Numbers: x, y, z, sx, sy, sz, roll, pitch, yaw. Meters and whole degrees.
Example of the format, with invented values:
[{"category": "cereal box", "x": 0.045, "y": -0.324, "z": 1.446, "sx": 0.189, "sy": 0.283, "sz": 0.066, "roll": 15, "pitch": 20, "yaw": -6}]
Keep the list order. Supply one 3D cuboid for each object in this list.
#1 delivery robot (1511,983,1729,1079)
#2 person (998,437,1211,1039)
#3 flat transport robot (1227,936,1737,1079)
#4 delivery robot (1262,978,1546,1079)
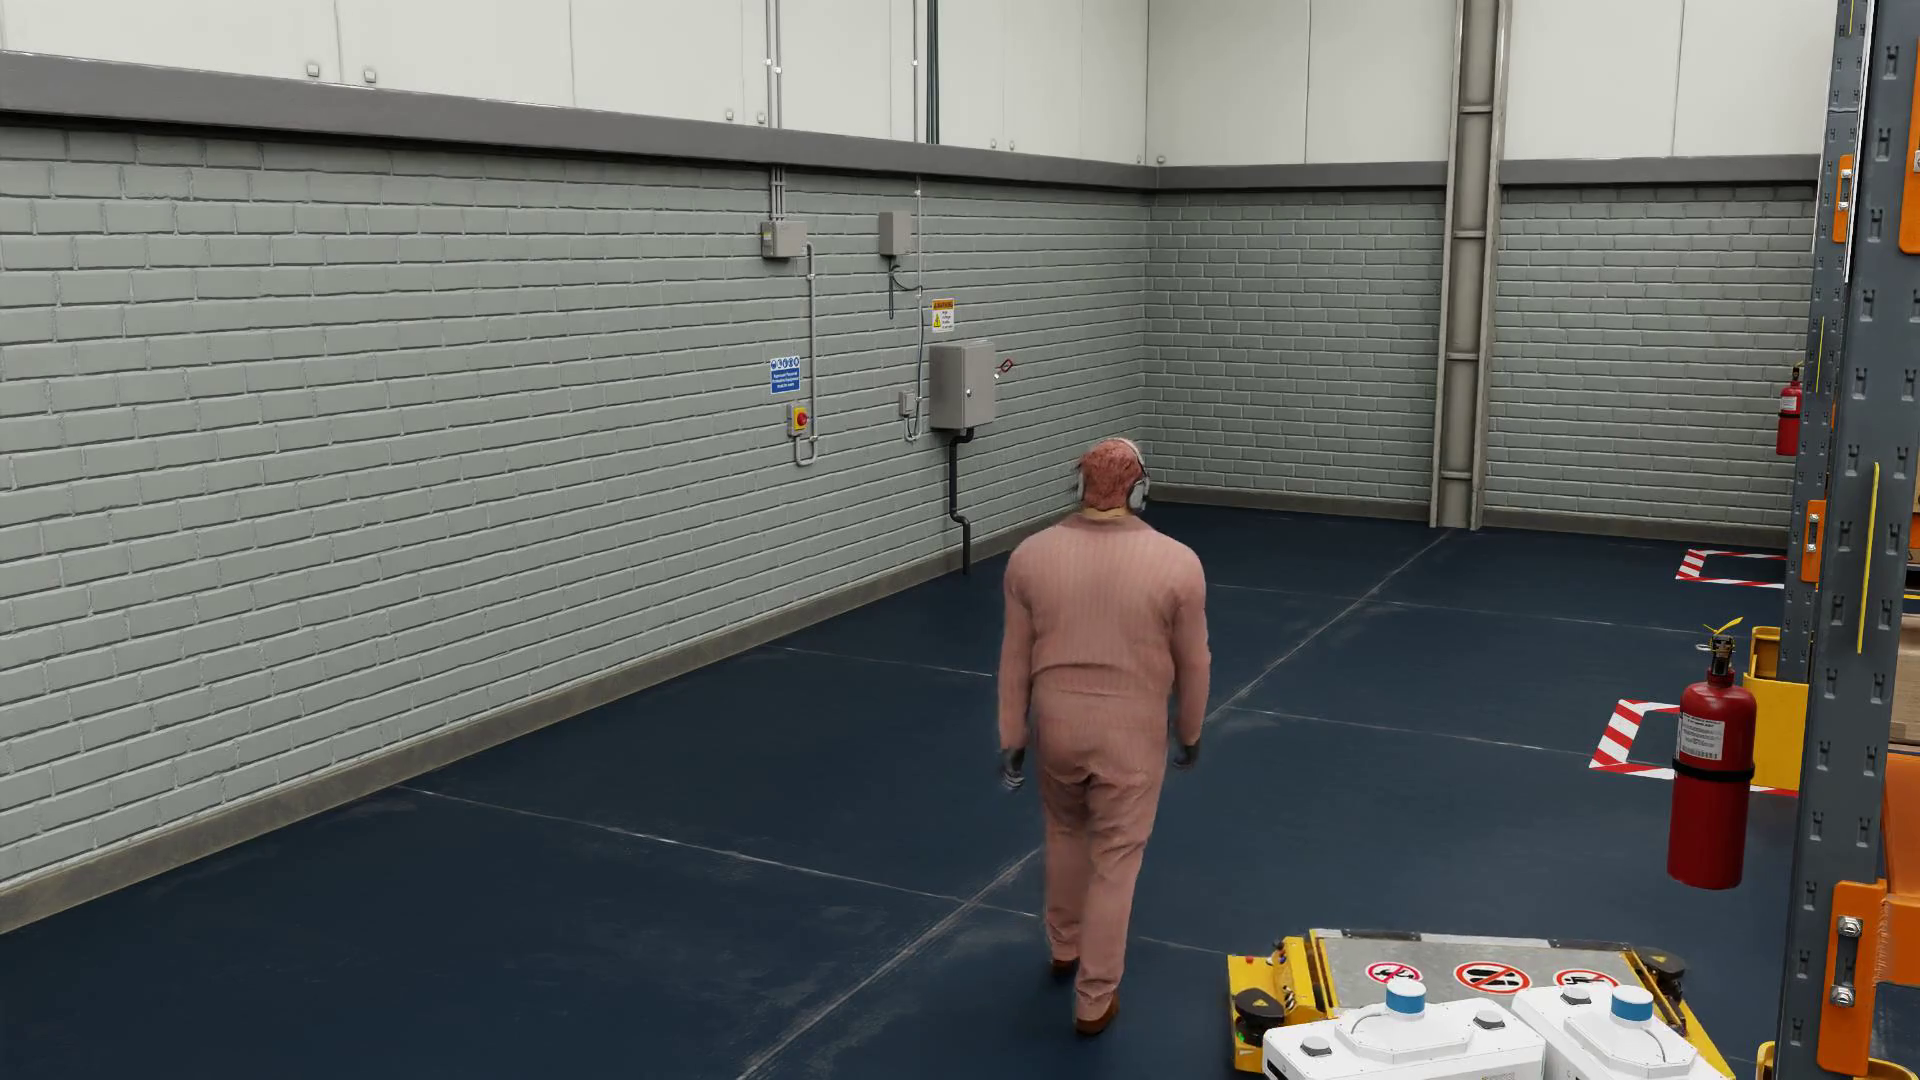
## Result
[{"category": "delivery robot", "x": 1.744, "y": 1.411, "z": 4.350, "sx": 0.477, "sy": 0.478, "sz": 0.707, "roll": -2, "pitch": 11, "yaw": -10}, {"category": "person", "x": 0.491, "y": 0.601, "z": 5.409, "sx": 0.646, "sy": 1.876, "sz": 0.806, "roll": 4, "pitch": 11, "yaw": 20}, {"category": "flat transport robot", "x": 1.567, "y": 1.449, "z": 5.172, "sx": 1.431, "sy": 0.197, "sz": 0.652, "roll": 1, "pitch": 10, "yaw": 7}, {"category": "delivery robot", "x": 1.166, "y": 1.403, "z": 4.393, "sx": 0.707, "sy": 0.478, "sz": 0.477, "roll": -3, "pitch": 11, "yaw": -16}]
